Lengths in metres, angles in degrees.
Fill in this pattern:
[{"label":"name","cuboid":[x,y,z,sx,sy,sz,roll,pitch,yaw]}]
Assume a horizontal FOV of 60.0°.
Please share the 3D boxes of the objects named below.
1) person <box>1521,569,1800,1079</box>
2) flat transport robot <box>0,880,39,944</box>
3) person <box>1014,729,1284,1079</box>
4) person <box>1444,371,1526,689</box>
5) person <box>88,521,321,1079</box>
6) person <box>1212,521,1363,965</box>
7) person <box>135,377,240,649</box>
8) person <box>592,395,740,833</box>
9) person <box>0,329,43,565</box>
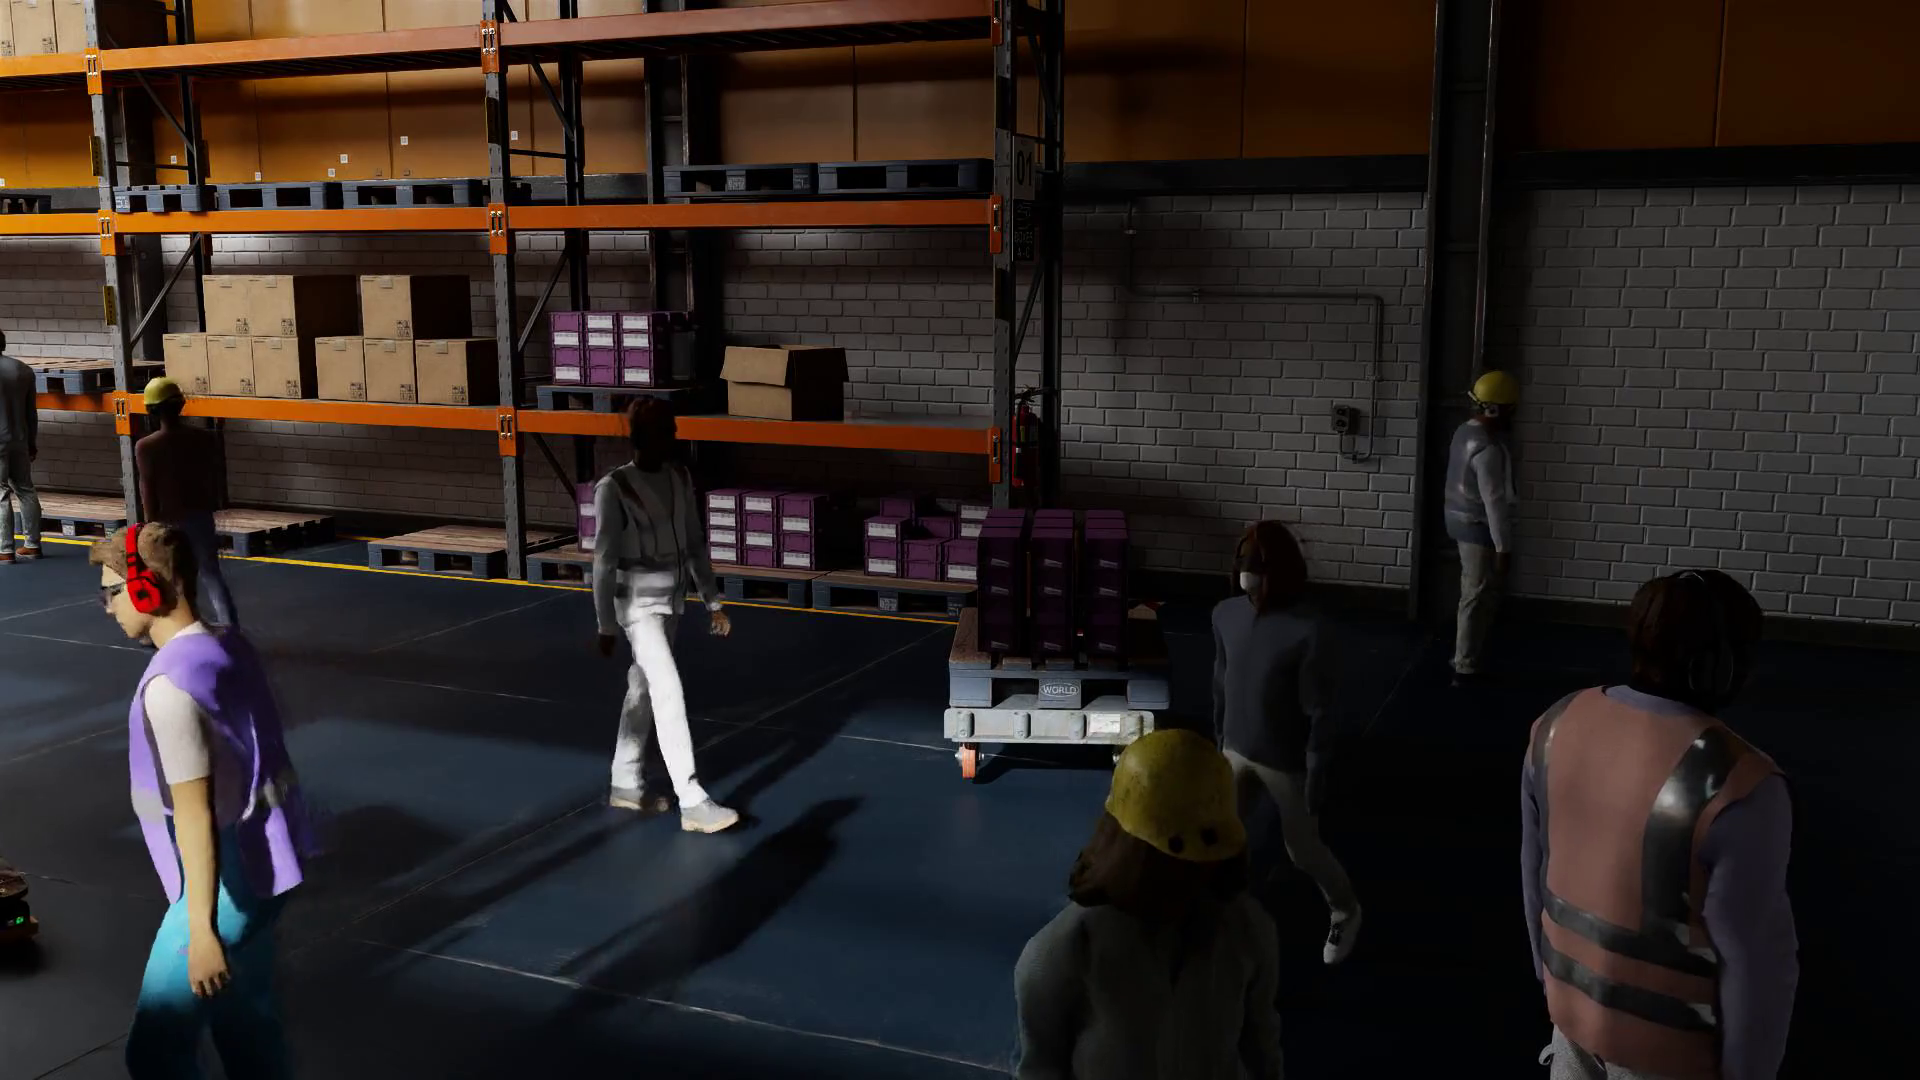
[{"label":"person","cuboid":[1.380,0.965,3.290,0.429,1.843,0.628,-3,10,-20]},{"label":"flat transport robot","cuboid":[-3.988,1.269,6.159,0.652,0.197,1.431,-9,13,-43]},{"label":"person","cuboid":[0.298,1.110,2.848,0.504,1.705,0.825,-5,11,-26]},{"label":"person","cuboid":[2.979,-0.042,9.391,0.470,1.818,0.629,1,10,6]},{"label":"person","cuboid":[-1.834,0.862,4.004,0.544,1.806,0.662,-2,10,-12]},{"label":"person","cuboid":[1.067,0.713,5.540,0.833,1.599,0.506,-9,13,-42]},{"label":"person","cuboid":[-4.782,-0.143,10.253,0.874,1.728,0.530,7,12,36]},{"label":"person","cuboid":[-1.216,0.314,7.155,0.872,1.845,0.597,4,10,23]},{"label":"person","cuboid":[-7.711,-0.770,13.389,0.355,1.937,0.635,4,10,21]}]
